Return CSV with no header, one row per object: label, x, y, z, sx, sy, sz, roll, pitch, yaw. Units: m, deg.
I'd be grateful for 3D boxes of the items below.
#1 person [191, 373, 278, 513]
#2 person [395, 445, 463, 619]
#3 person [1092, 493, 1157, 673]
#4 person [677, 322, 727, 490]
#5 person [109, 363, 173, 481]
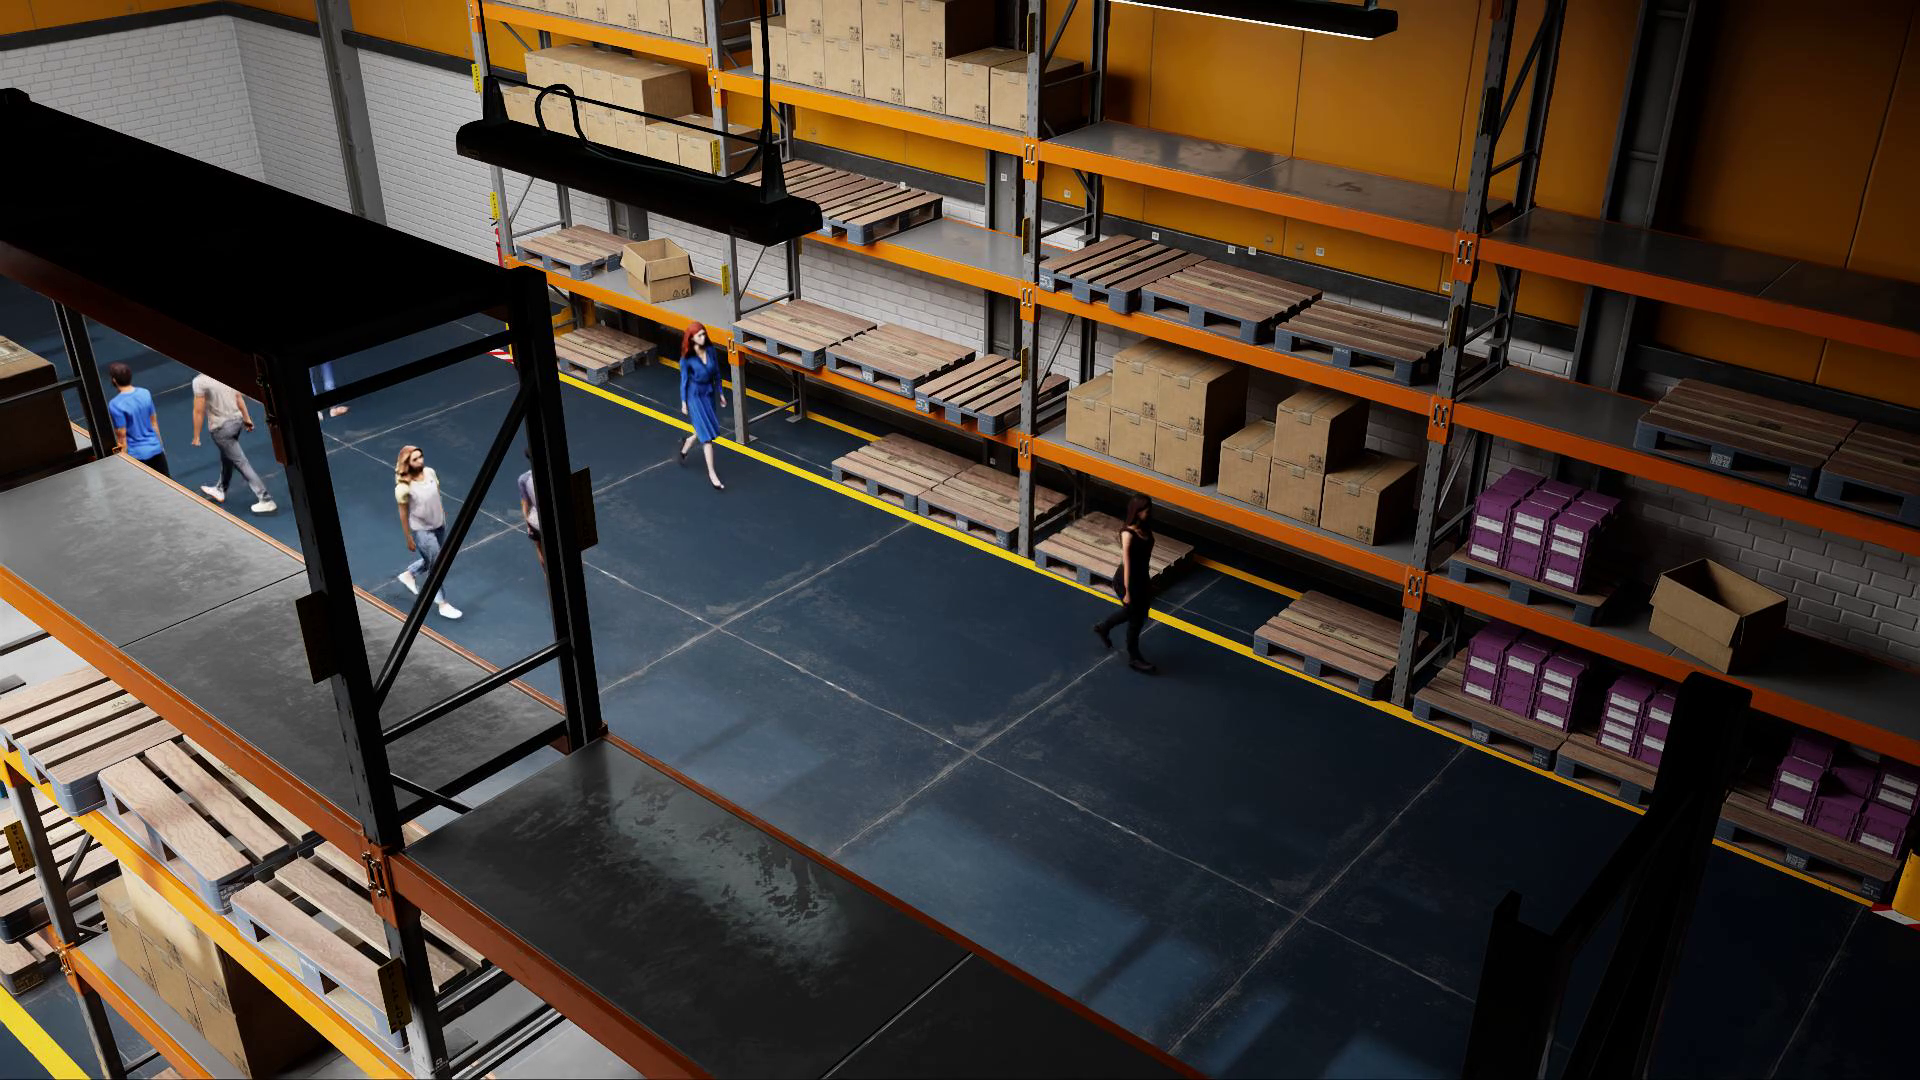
person,-7.262,-1.105,16.628,1.279,1.854,1.001,9,30,15
person,-4.847,-0.091,14.922,0.998,1.707,0.792,12,31,20
person,1.404,0.352,14.141,0.910,1.677,0.673,15,32,26
person,-2.724,-1.434,17.284,1.037,1.803,0.626,24,37,37
person,-7.898,-0.835,16.125,0.656,1.862,0.677,12,31,20
